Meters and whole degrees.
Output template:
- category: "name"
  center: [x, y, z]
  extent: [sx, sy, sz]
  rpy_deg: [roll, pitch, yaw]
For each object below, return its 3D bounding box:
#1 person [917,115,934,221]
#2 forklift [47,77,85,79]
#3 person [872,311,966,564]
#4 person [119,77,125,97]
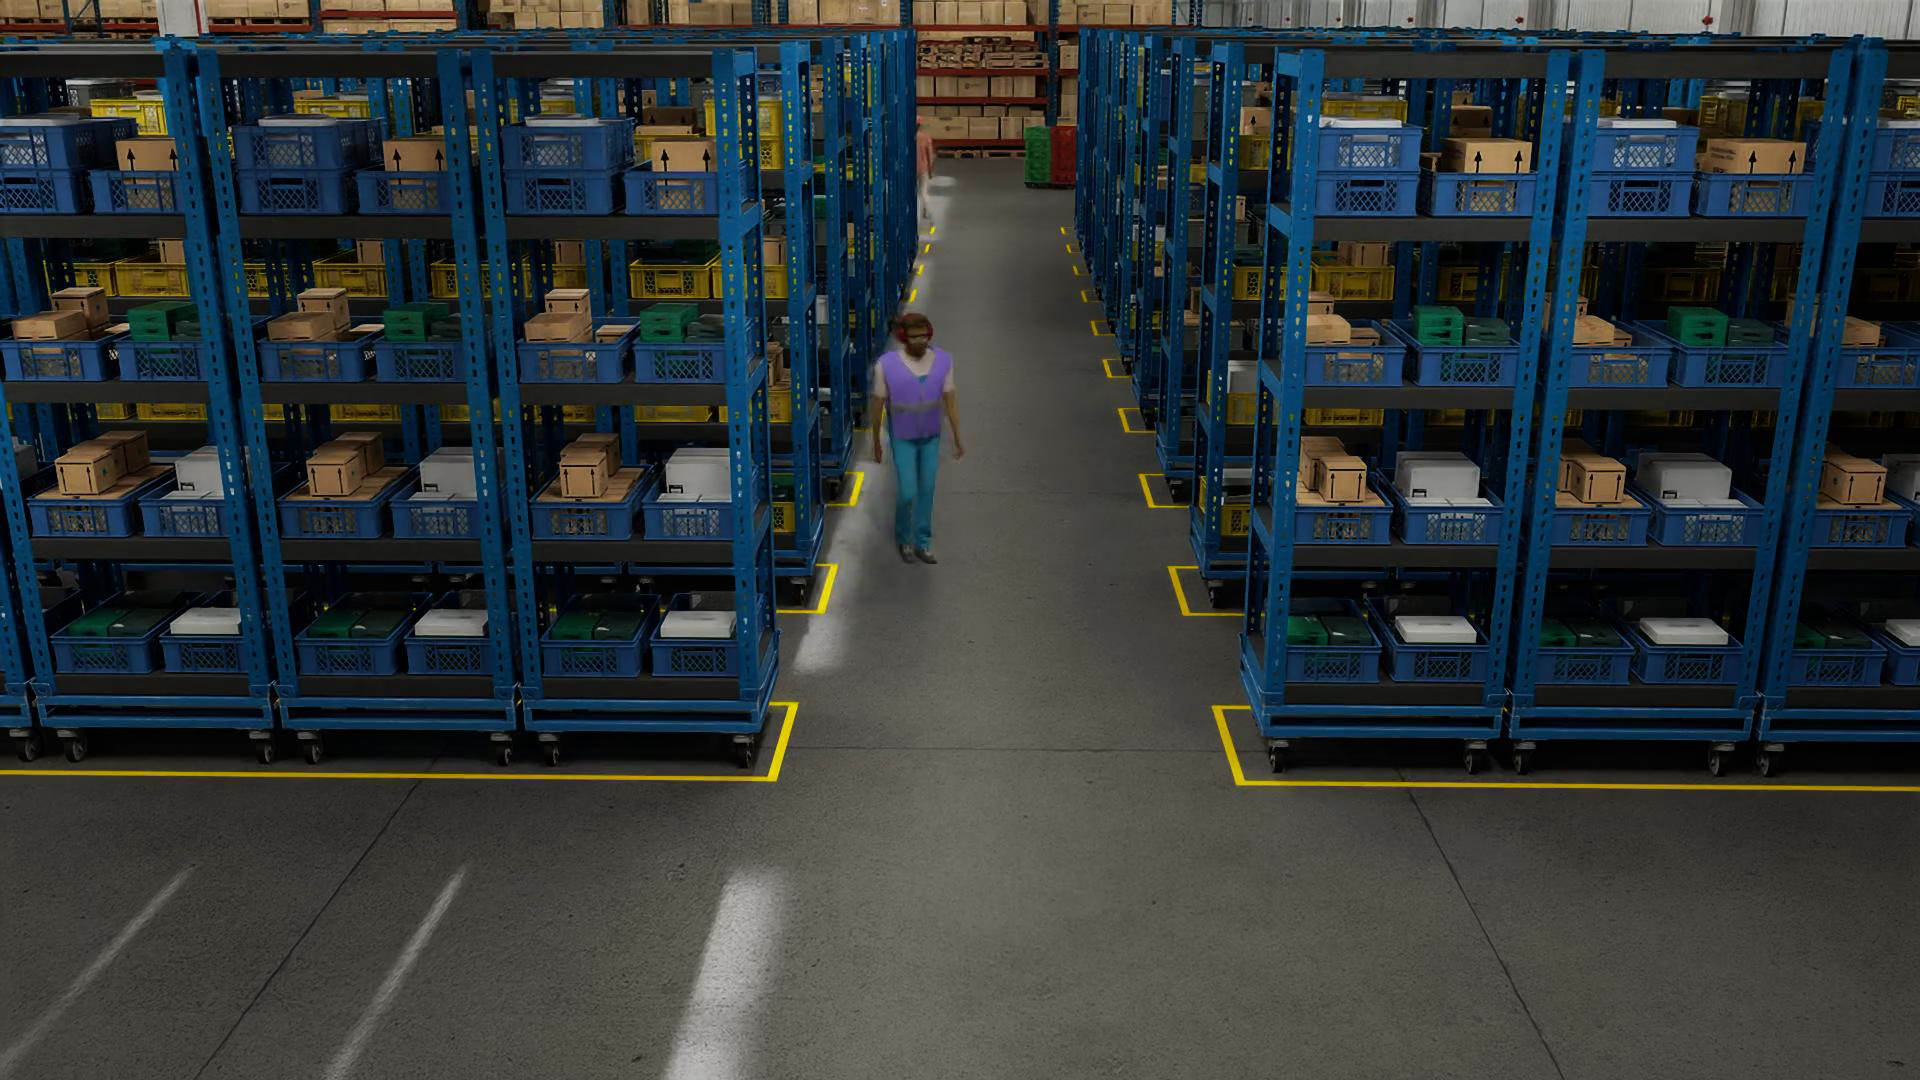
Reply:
- category: "person"
  center: [-0.863, -7.107, 31.788]
  extent: [0.631, 1.963, 0.757]
  rpy_deg: [-5, 18, -14]
- category: "forklift"
  center: [-23.654, -11.475, 44.210]
  extent: [1.873, 2.768, 1.129]
  rpy_deg: [12, 21, 35]
- category: "person"
  center: [-0.299, -0.706, 11.631]
  extent: [0.609, 1.817, 0.449]
  rpy_deg: [-9, 19, -26]
- category: "person"
  center: [-27.781, -14.417, 55.269]
  extent: [0.915, 1.864, 0.656]
  rpy_deg: [6, 18, 19]
